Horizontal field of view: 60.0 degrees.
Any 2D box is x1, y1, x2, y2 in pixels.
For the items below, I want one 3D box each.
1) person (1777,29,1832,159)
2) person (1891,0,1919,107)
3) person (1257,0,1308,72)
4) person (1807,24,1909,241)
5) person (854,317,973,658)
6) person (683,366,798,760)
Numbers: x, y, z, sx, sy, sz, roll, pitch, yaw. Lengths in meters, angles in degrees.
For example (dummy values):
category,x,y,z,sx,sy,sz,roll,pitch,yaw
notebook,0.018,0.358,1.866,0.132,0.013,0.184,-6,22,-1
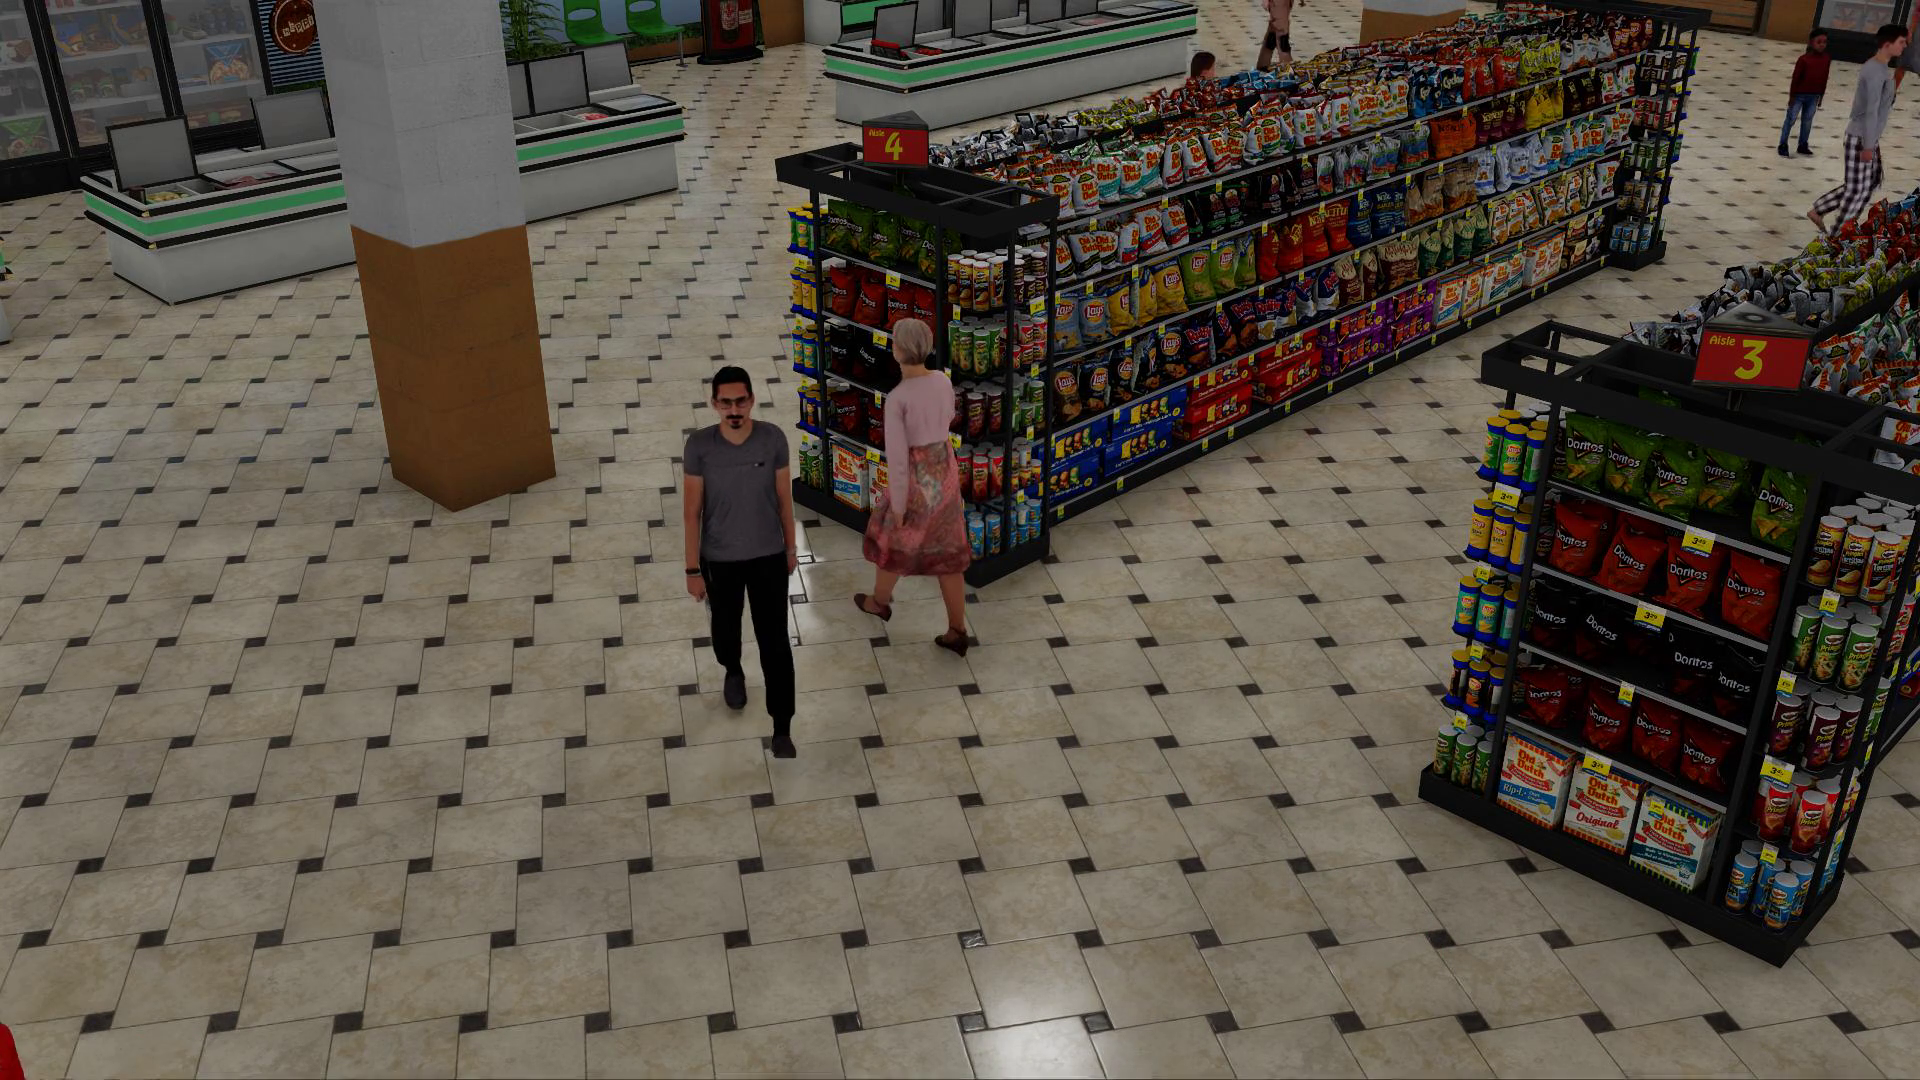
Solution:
category,x,y,z,sx,sy,sz,roll,pitch,yaw
person,8.511,-4.503,16.739,0.578,1.253,0.645,-1,27,-3
person,10.600,-5.519,18.193,1.022,1.750,0.721,-20,33,-34
person,3.820,-6.563,20.192,0.996,1.803,0.769,-22,34,-37
person,7.415,-3.342,13.810,0.820,1.832,0.774,13,30,24
person,-0.116,-0.199,7.800,0.911,1.662,0.698,-20,33,-34
person,-0.962,0.044,7.269,1.169,1.708,1.123,-5,27,-9
